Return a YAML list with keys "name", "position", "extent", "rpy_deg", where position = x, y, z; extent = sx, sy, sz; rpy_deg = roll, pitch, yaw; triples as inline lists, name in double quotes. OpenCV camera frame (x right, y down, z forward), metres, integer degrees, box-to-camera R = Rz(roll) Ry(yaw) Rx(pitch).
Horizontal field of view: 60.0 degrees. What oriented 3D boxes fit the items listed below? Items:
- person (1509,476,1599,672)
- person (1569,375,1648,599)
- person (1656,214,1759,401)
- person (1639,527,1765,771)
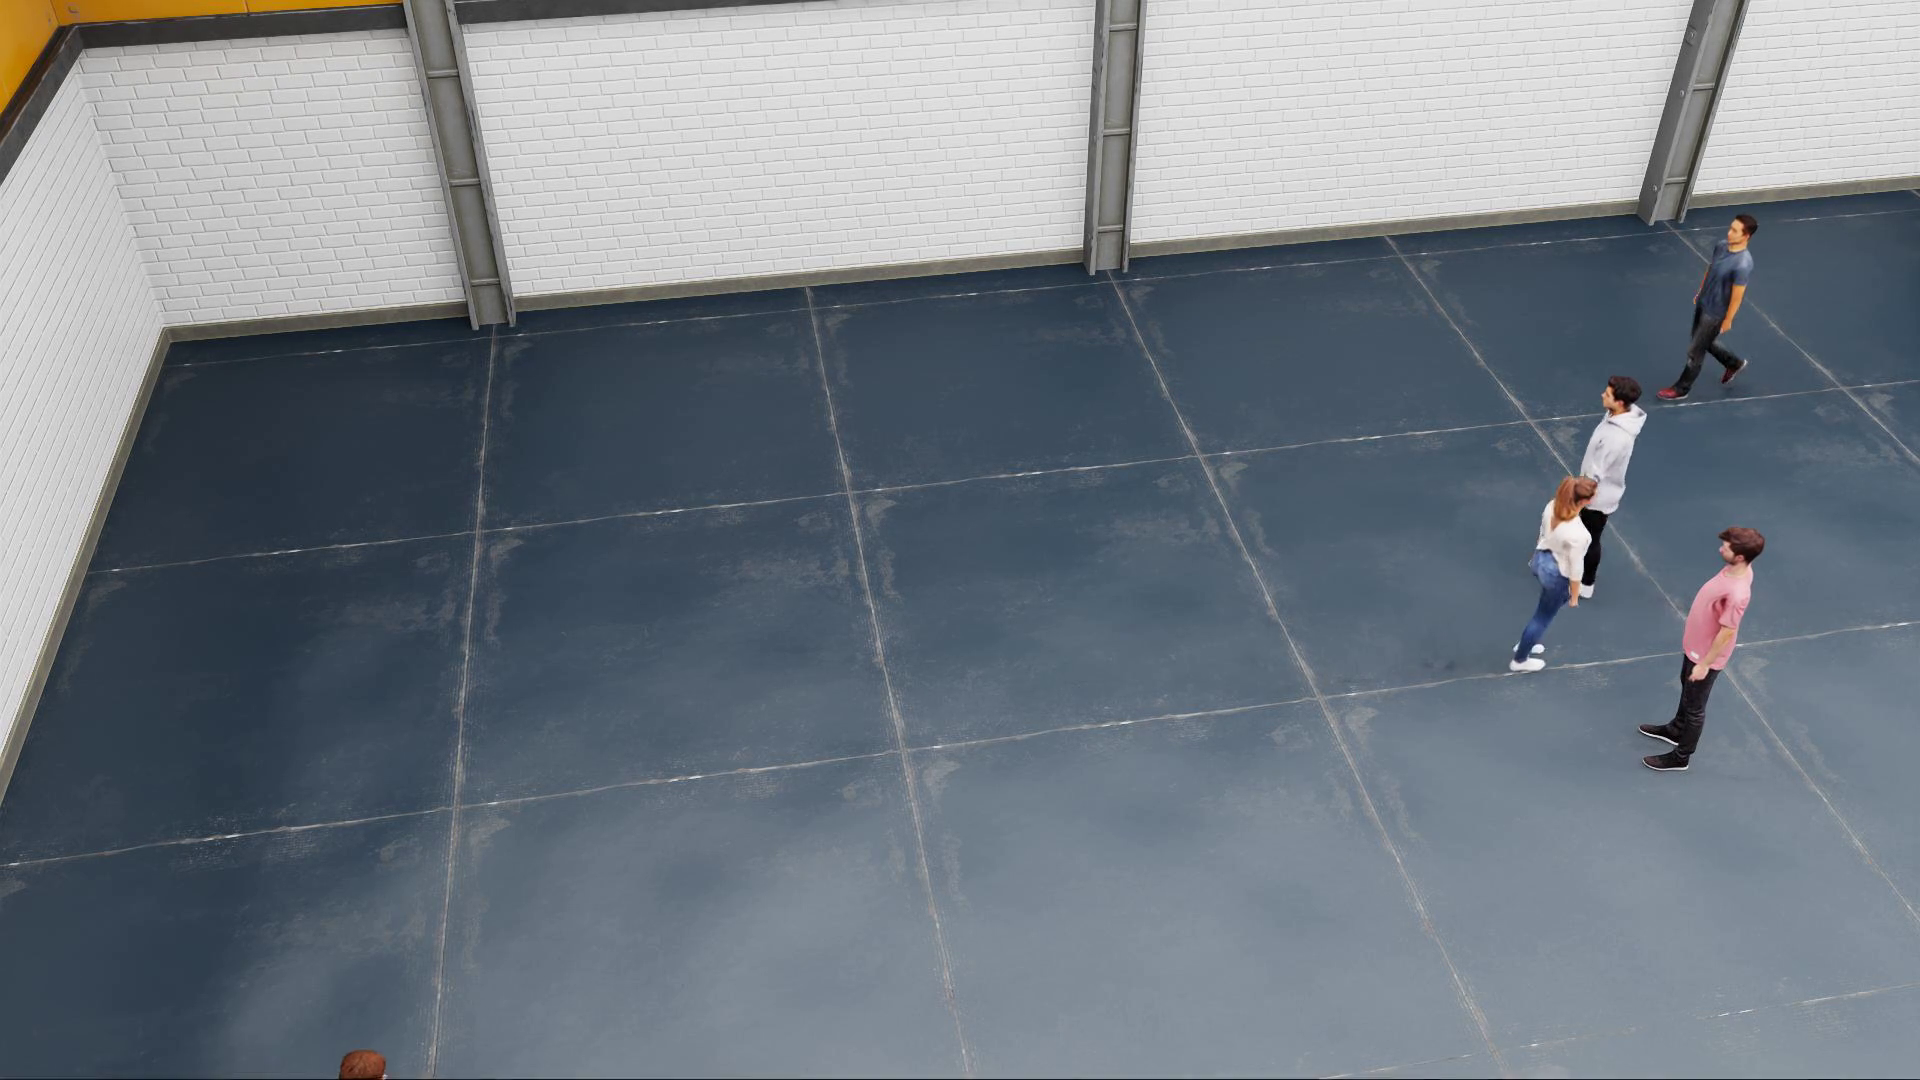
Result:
- name: "person"
  position: [4.042, 0.256, 11.563]
  extent: [0.596, 1.709, 0.632]
  rpy_deg: [-5, 39, -6]
- name: "person"
  position: [4.759, -0.350, 12.157]
  extent: [0.842, 1.914, 0.814]
  rpy_deg: [10, 40, 12]
- name: "person"
  position: [6.582, -1.996, 14.316]
  extent: [1.045, 1.792, 0.755]
  rpy_deg: [-1, 39, -2]
- name: "person"
  position: [4.867, 0.699, 10.804]
  extent: [0.696, 1.964, 0.709]
  rpy_deg: [9, 40, 12]
